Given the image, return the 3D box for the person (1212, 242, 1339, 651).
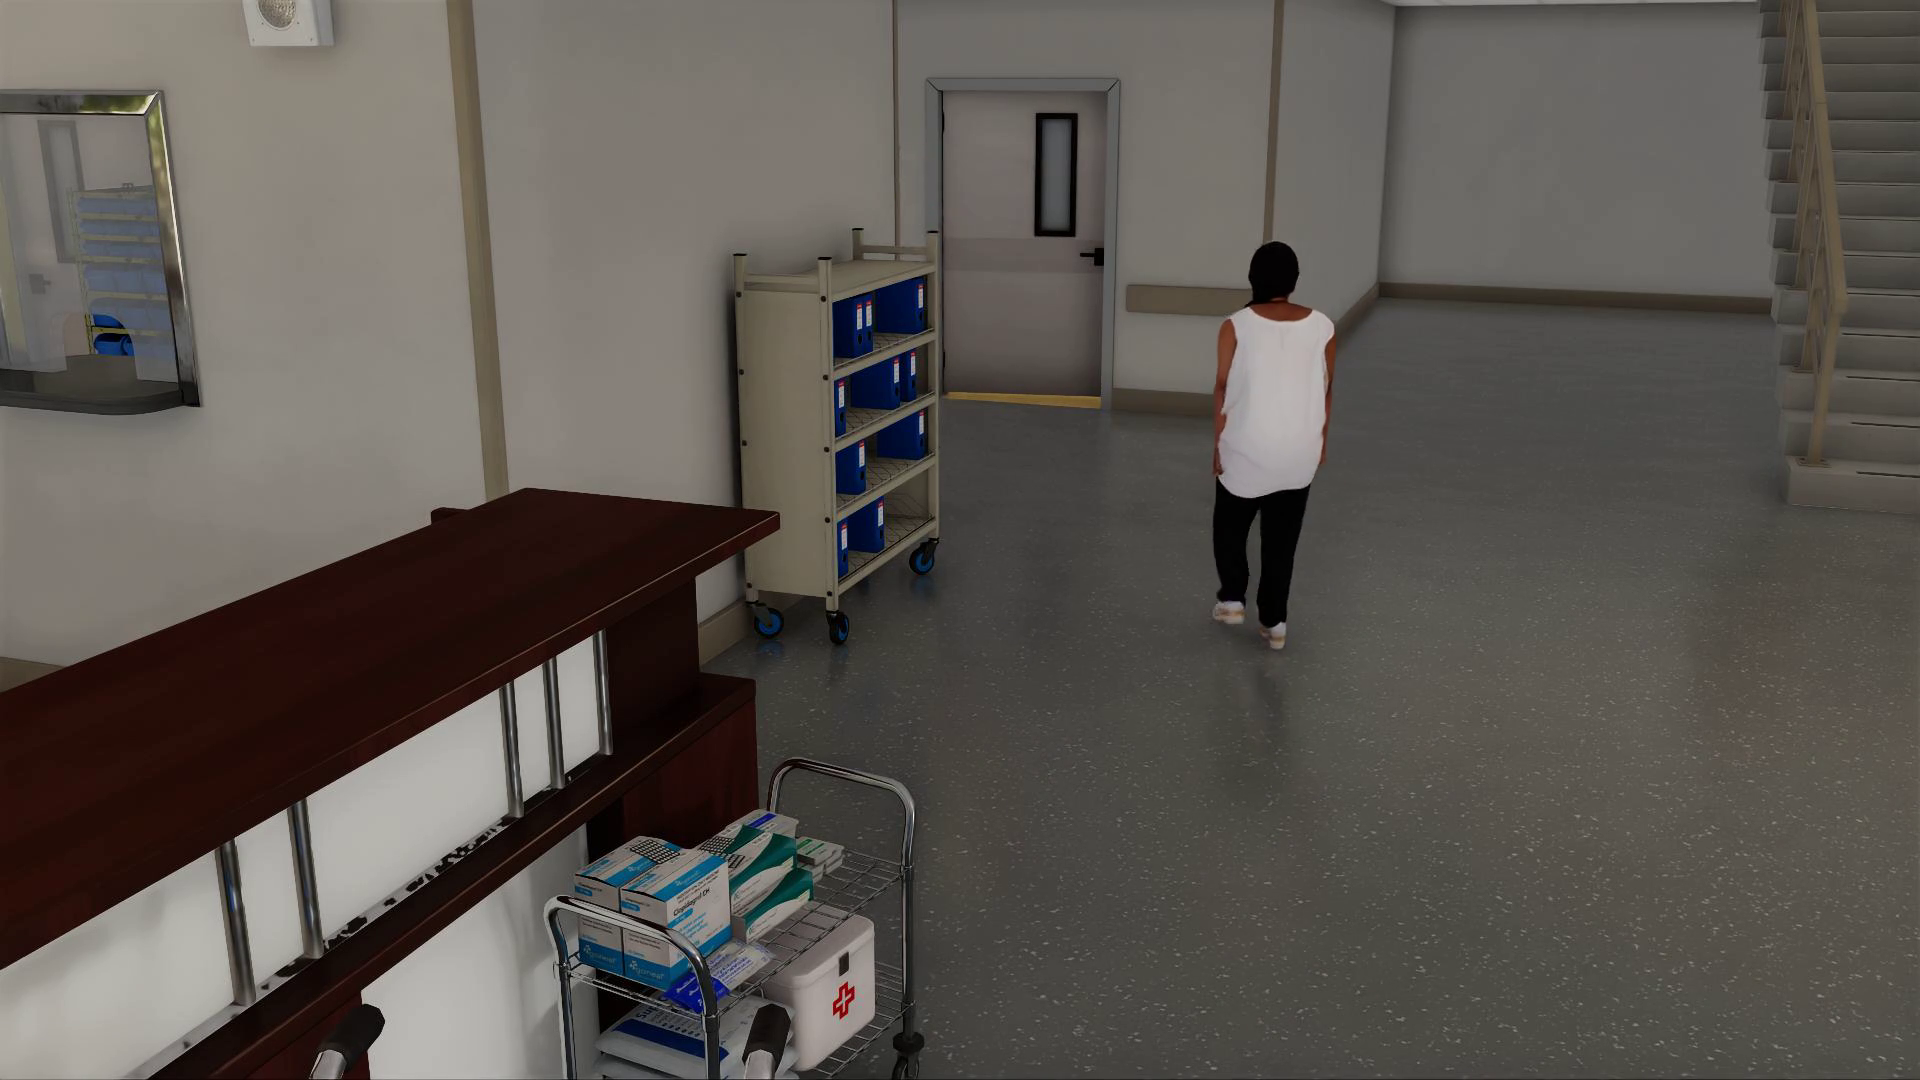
[{"bbox_3d":[1.270,-0.368,6.859,0.765,1.670,0.791,0,16,-1],"label":"person"}]
